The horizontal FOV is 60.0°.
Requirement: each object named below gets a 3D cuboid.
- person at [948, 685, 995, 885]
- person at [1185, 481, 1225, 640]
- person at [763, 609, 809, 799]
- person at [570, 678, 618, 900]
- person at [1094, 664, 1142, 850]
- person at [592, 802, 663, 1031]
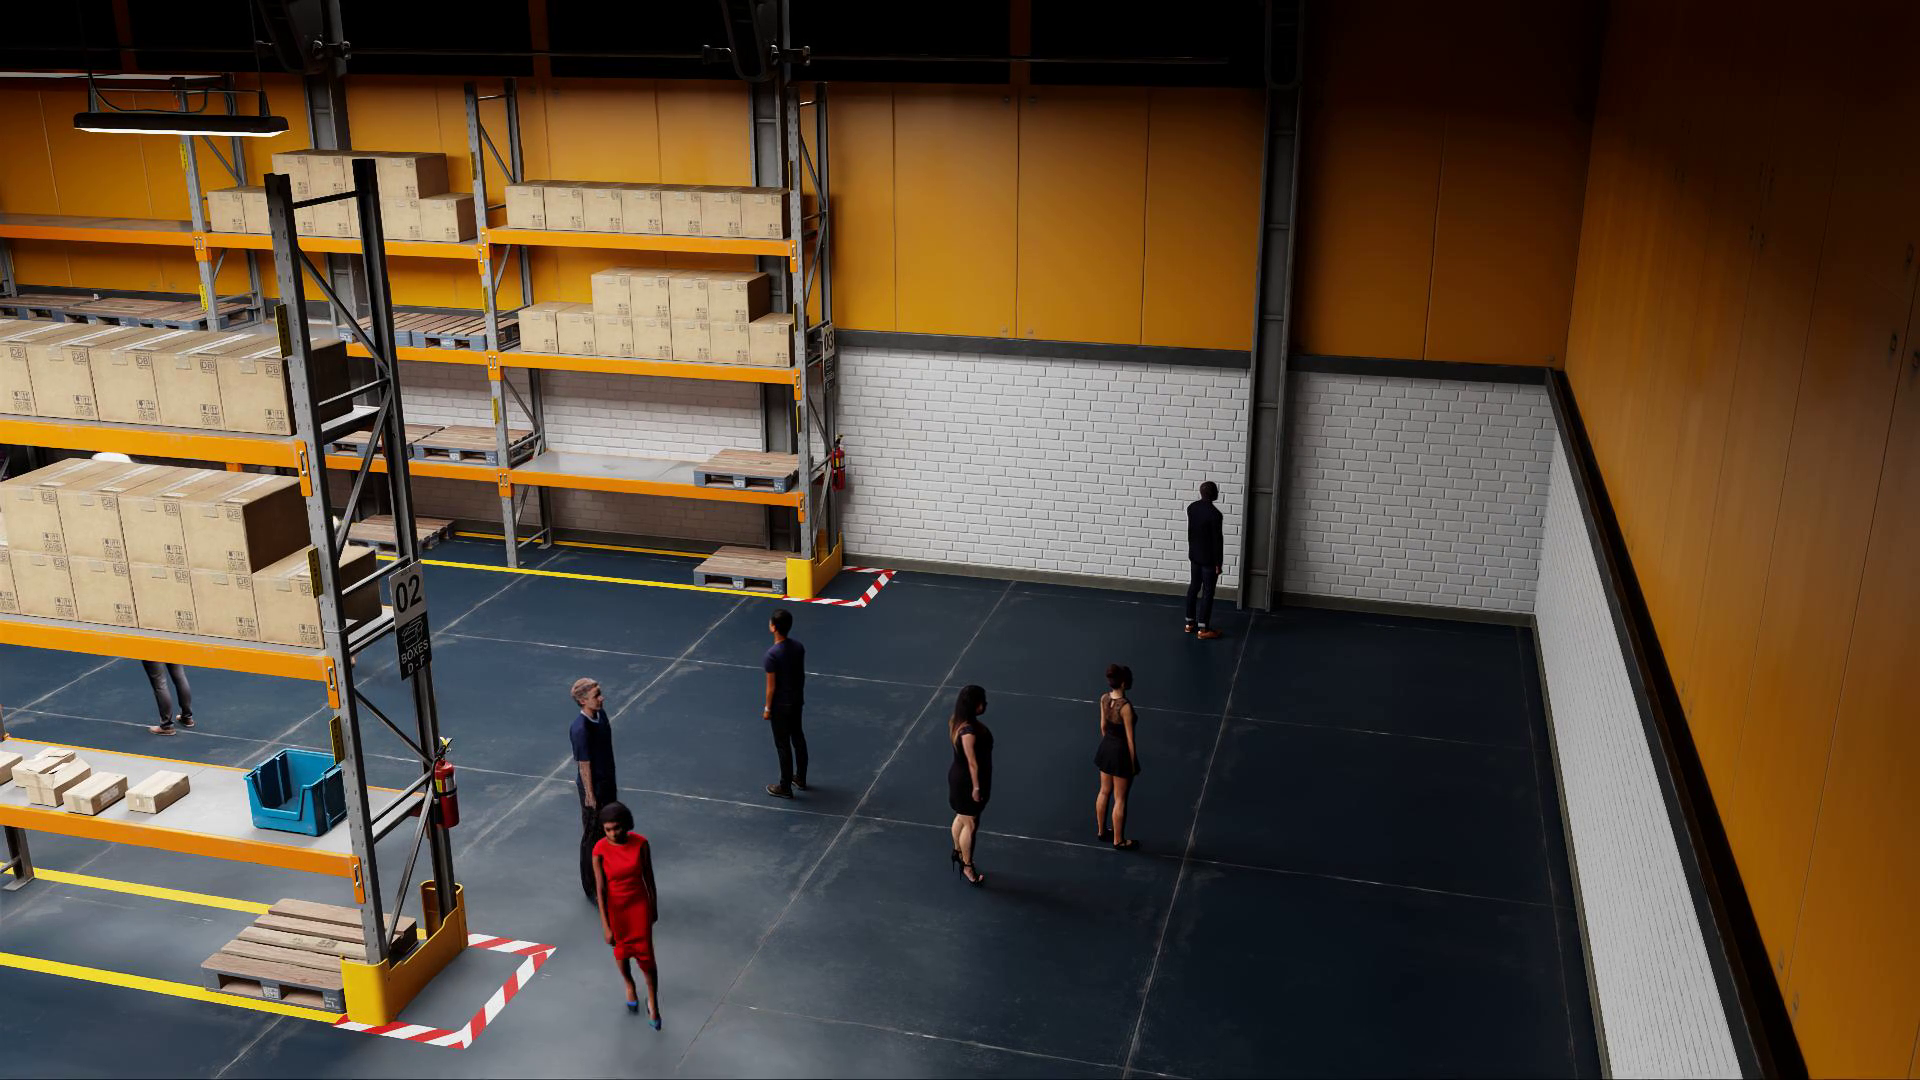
[{"bbox_3d":[0.069,1.989,13.698,0.772,1.717,0.764,-5,19,-14],"label":"person"},{"bbox_3d":[2.763,0.206,18.836,0.836,1.818,0.777,-10,21,-28],"label":"person"},{"bbox_3d":[-1.577,1.471,15.117,0.666,1.793,0.712,14,23,35],"label":"person"},{"bbox_3d":[-2.951,1.983,13.473,0.568,1.871,0.685,3,19,8],"label":"person"},{"bbox_3d":[1.344,1.833,14.228,0.739,1.675,0.673,-12,22,-31],"label":"person"},{"bbox_3d":[-2.404,2.610,11.849,0.849,1.722,0.878,-7,20,-19],"label":"person"}]
